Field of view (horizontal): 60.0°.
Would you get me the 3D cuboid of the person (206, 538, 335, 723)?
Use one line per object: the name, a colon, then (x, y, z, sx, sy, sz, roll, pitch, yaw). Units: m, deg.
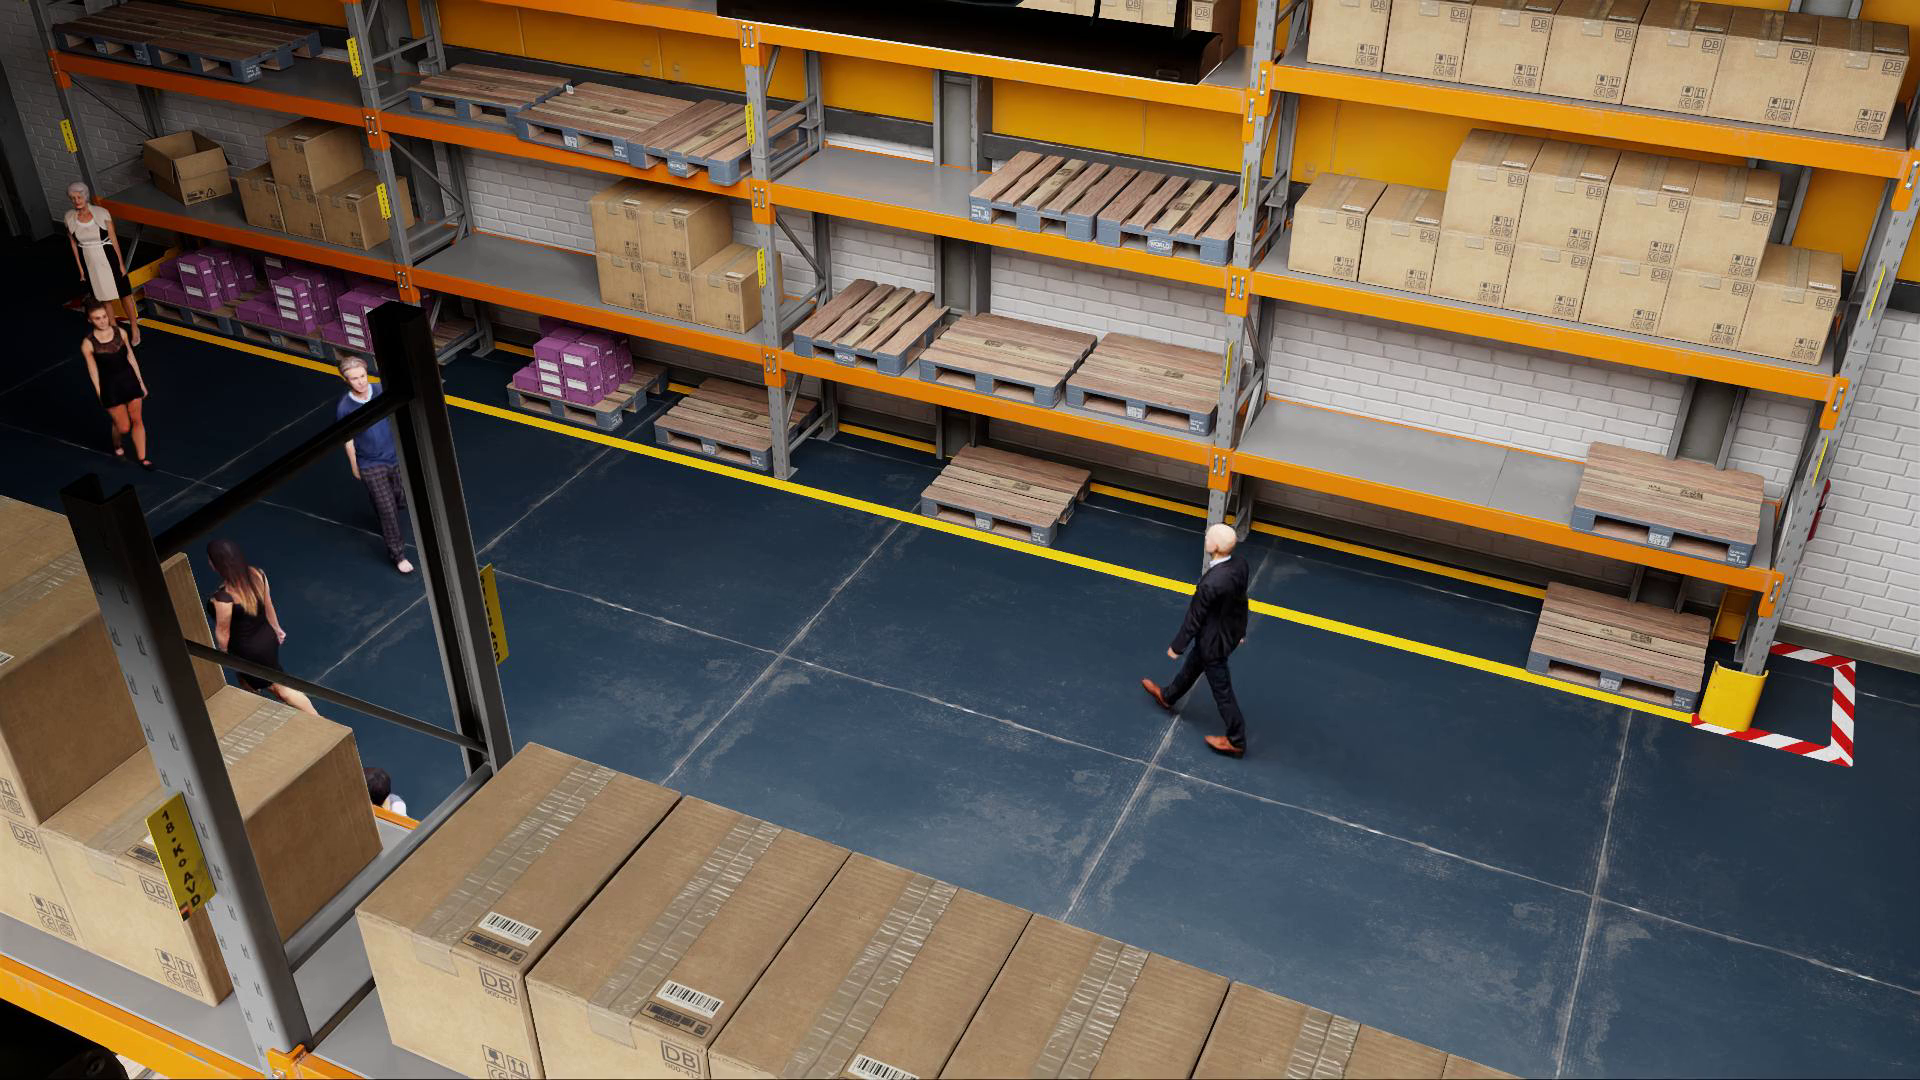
person: (-4.757, 0.769, 11.415, 1.168, 1.673, 0.881, 3, 34, 4)

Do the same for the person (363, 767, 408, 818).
person: (-3.241, 1.971, 9.736, 0.988, 1.530, 0.674, 9, 35, 13)

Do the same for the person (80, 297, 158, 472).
person: (-7.444, -1.375, 14.647, 0.698, 1.666, 0.617, 22, 39, 29)

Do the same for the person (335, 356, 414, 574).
person: (-4.720, -0.666, 13.420, 0.894, 1.845, 1.129, -27, 42, -35)

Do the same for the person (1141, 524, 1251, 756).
person: (1.819, 0.729, 11.402, 1.188, 1.754, 0.788, 20, 39, 27)

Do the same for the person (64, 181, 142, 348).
person: (-8.579, -2.762, 16.657, 0.652, 1.751, 0.740, -7, 34, -10)
